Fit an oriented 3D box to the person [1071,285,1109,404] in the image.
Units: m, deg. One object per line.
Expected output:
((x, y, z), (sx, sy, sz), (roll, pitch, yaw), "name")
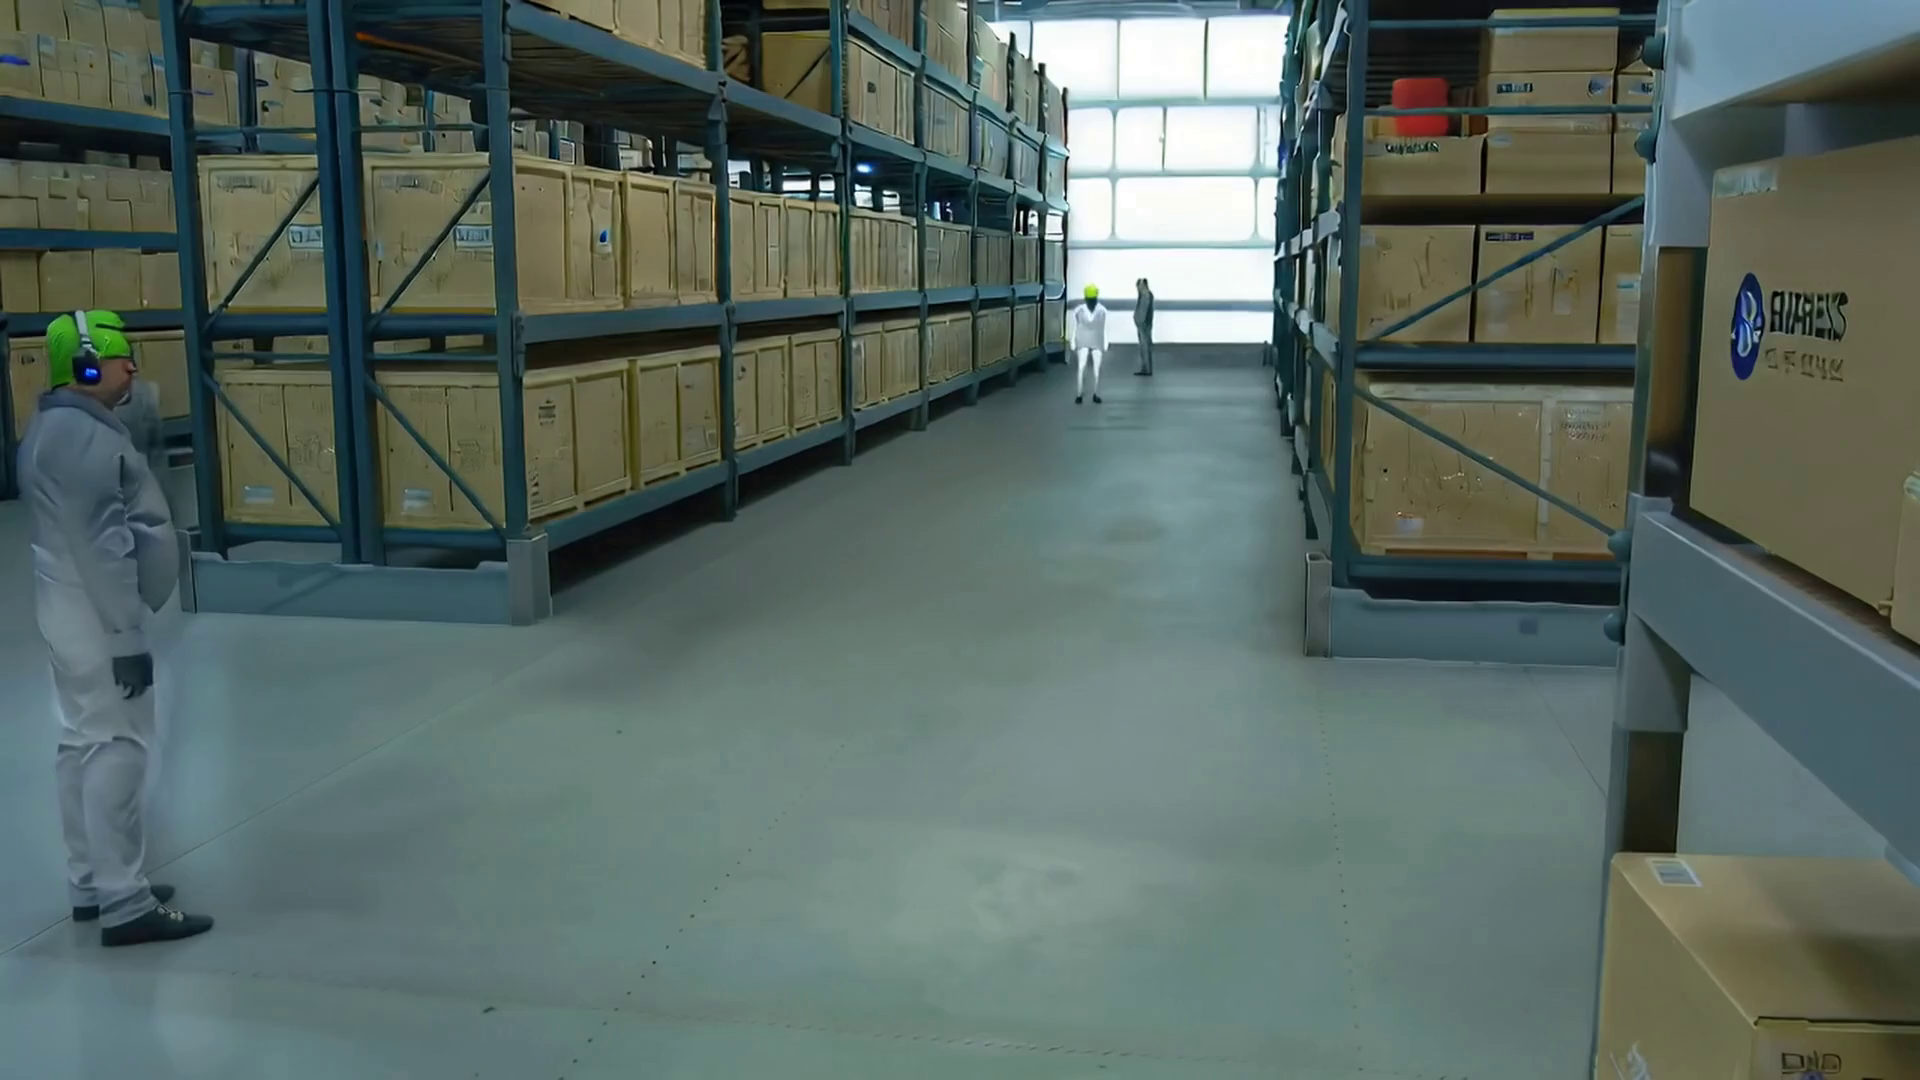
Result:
((2.006, -2.999, 25.543), (0.593, 1.828, 0.403), (-1, 9, -6), "person")

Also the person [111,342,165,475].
((-5.638, -0.580, 11.229), (0.513, 1.612, 0.747), (-2, 9, -15), "person")

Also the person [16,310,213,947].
((-2.575, 0.265, 5.053), (0.407, 1.910, 0.639), (-8, 12, -39), "person")

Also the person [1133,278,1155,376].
((3.584, -4.158, 32.544), (0.398, 1.900, 0.636), (3, 10, 16), "person")
